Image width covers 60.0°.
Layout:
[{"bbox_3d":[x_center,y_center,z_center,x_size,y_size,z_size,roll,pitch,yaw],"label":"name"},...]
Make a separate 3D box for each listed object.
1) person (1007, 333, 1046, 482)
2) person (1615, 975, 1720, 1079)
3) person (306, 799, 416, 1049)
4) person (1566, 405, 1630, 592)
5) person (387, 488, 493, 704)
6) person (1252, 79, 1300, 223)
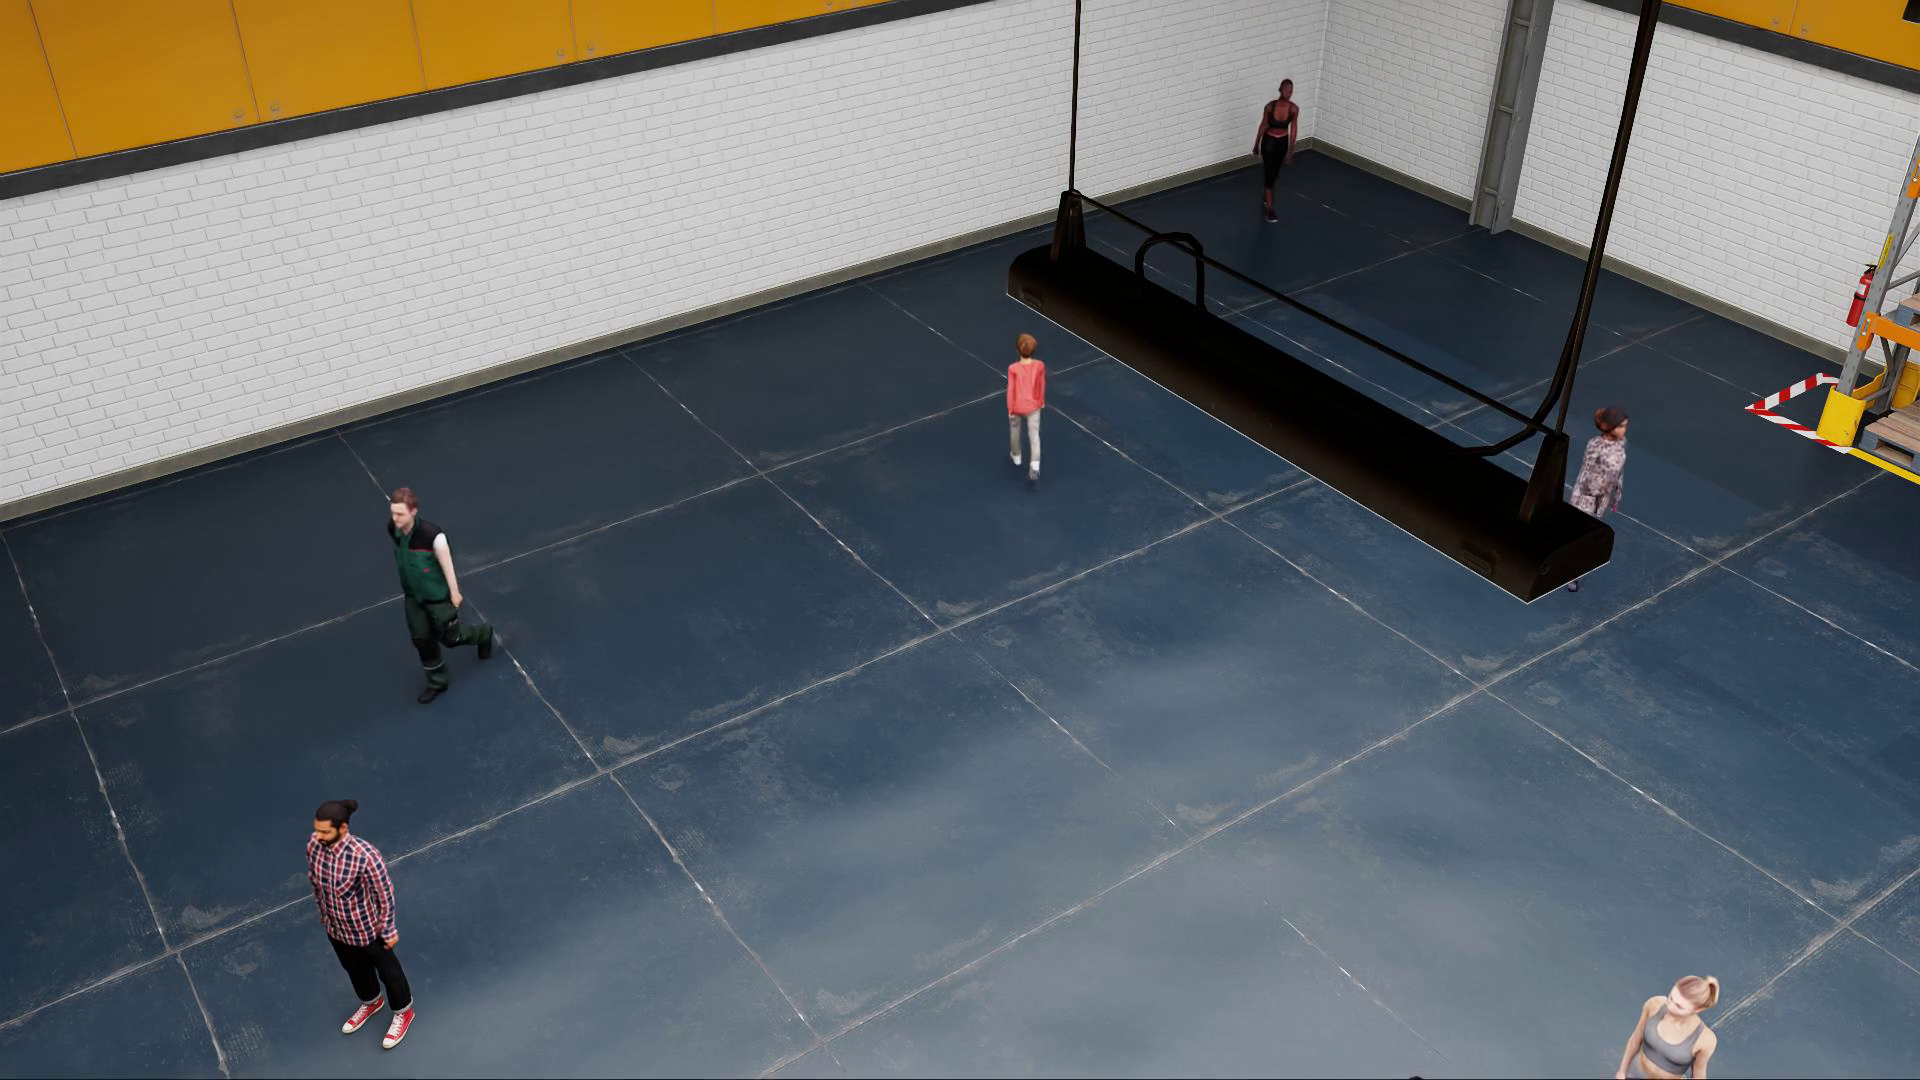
[{"bbox_3d":[0.616,-1.205,15.141,0.763,1.400,0.961,-5,34,-8],"label":"person"},{"bbox_3d":[3.660,2.873,8.730,0.621,1.706,0.450,-24,41,-32],"label":"person"},{"bbox_3d":[-3.508,2.206,9.683,0.746,1.761,0.853,12,35,17],"label":"person"},{"bbox_3d":[5.110,-0.370,13.613,0.641,1.701,0.665,-14,36,-21],"label":"person"},{"bbox_3d":[-3.905,0.343,12.437,1.074,1.815,1.046,14,36,20],"label":"person"},{"bbox_3d":[3.833,-4.814,20.304,1.085,1.696,1.295,0,34,0],"label":"person"}]
